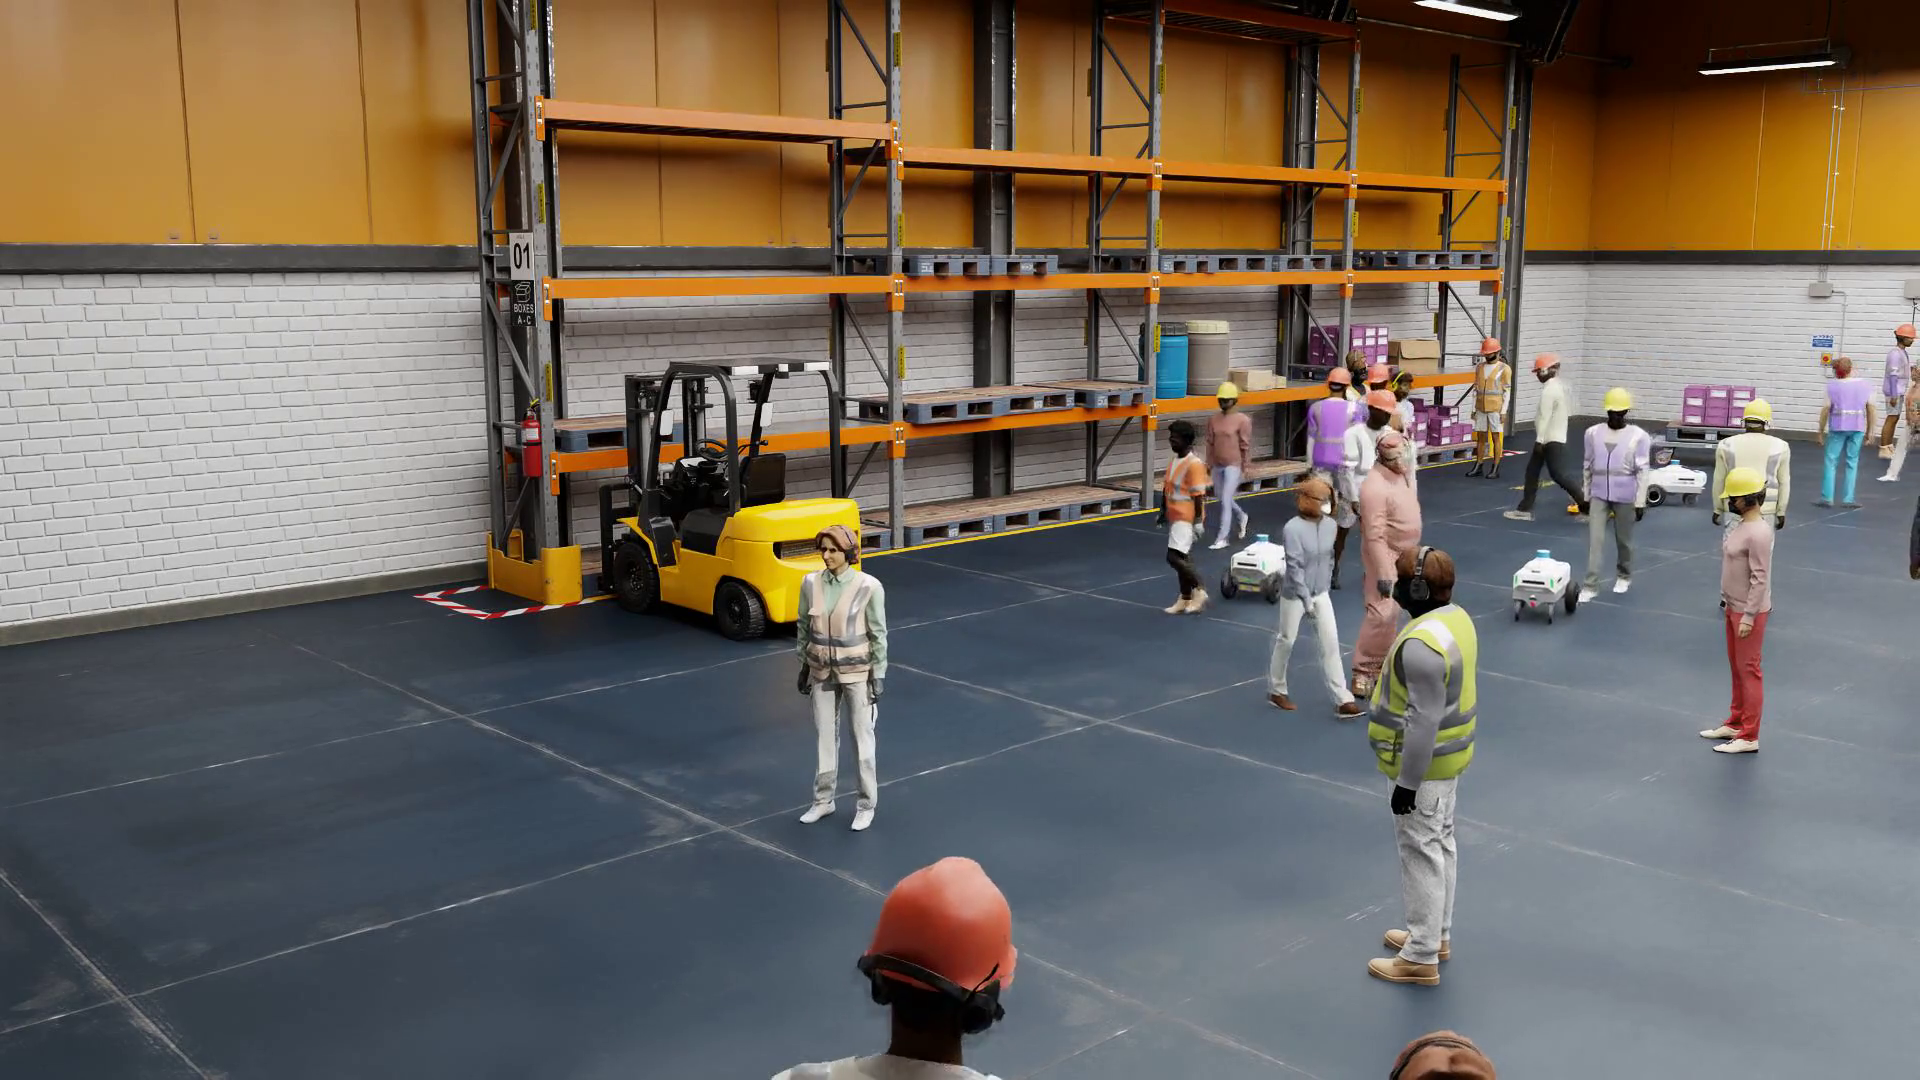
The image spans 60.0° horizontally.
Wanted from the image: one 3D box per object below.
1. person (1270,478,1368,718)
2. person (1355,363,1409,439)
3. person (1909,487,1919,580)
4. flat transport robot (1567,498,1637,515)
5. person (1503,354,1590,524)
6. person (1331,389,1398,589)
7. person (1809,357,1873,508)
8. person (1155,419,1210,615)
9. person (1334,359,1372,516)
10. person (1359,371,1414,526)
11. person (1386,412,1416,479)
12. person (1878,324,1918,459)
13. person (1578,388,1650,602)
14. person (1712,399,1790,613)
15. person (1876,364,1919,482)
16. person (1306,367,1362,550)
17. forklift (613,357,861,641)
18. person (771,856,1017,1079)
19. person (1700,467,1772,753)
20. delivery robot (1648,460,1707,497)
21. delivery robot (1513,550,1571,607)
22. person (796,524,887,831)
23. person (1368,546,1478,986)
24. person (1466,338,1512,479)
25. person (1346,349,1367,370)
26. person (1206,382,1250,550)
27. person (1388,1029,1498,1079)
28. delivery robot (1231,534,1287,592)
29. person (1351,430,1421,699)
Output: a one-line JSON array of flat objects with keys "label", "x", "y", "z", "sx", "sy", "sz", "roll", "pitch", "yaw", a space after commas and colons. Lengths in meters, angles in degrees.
[{"label": "person", "x": 2.332, "y": 0.392, "z": 10.889, "sx": 0.492, "sy": 1.587, "sz": 0.823, "roll": -5, "pitch": 11, "yaw": -29}, {"label": "person", "x": 4.463, "y": -0.929, "z": 17.706, "sx": 0.606, "sy": 1.907, "sz": 0.616, "roll": 5, "pitch": 11, "yaw": 25}, {"label": "person", "x": 7.001, "y": 0.121, "z": 11.652, "sx": 0.615, "sy": 1.872, "sz": 0.940, "roll": 6, "pitch": 12, "yaw": 33}, {"label": "flat transport robot", "x": 7.747, "y": -0.491, "z": 19.927, "sx": 0.652, "sy": 0.197, "sz": 1.431, "roll": 5, "pitch": 11, "yaw": 29}, {"label": "person", "x": 6.794, "y": -1.150, "z": 18.938, "sx": 0.990, "sy": 1.935, "sz": 0.639, "roll": 4, "pitch": 11, "yaw": 23}, {"label": "person", "x": 3.661, "y": -0.425, "z": 14.942, "sx": 0.578, "sy": 1.864, "sz": 0.883, "roll": -3, "pitch": 10, "yaw": -15}, {"label": "person", "x": 10.642, "y": -1.277, "z": 20.027, "sx": 0.668, "sy": 1.815, "sz": 0.382, "roll": 1, "pitch": 10, "yaw": 8}, {"label": "person", "x": 1.857, "y": -0.174, "z": 13.958, "sx": 0.370, "sy": 1.685, "sz": 0.544, "roll": -2, "pitch": 10, "yaw": -12}, {"label": "person", "x": 4.587, "y": -1.179, "z": 19.366, "sx": 0.632, "sy": 1.843, "sz": 0.429, "roll": -8, "pitch": 13, "yaw": -40}, {"label": "person", "x": 4.536, "y": -0.885, "z": 17.678, "sx": 0.538, "sy": 1.839, "sz": 0.734, "roll": -4, "pitch": 10, "yaw": -21}, {"label": "person", "x": 4.016, "y": -0.404, "z": 15.471, "sx": 0.519, "sy": 1.615, "sz": 0.411, "roll": -2, "pitch": 10, "yaw": -11}, {"label": "person", "x": 14.034, "y": -2.211, "z": 24.871, "sx": 0.408, "sy": 2.031, "sz": 0.607, "roll": 7, "pitch": 12, "yaw": 37}, {"label": "person", "x": 5.817, "y": -0.405, "z": 14.785, "sx": 0.601, "sy": 1.896, "sz": 0.930, "roll": 8, "pitch": 12, "yaw": 38}, {"label": "person", "x": 6.714, "y": -0.282, "z": 14.137, "sx": 0.591, "sy": 1.834, "sz": 0.404, "roll": 6, "pitch": 11, "yaw": 30}, {"label": "person", "x": 12.844, "y": -1.550, "z": 22.241, "sx": 0.846, "sy": 1.599, "sz": 0.525, "roll": 1, "pitch": 10, "yaw": 4}, {"label": "person", "x": 3.805, "y": -0.806, "z": 16.969, "sx": 0.558, "sy": 1.910, "sz": 0.406, "roll": 3, "pitch": 10, "yaw": 18}, {"label": "forklift", "x": -1.847, "y": -0.414, "z": 13.852, "sx": 1.214, "sy": 2.155, "sz": 2.313, "roll": -9, "pitch": 13, "yaw": -42}, {"label": "person", "x": -0.069, "y": 1.553, "z": 2.982, "sx": 0.615, "sy": 1.983, "sz": 1.079, "roll": 3, "pitch": 10, "yaw": 15}, {"label": "person", "x": 4.781, "y": 0.429, "z": 10.195, "sx": 0.327, "sy": 1.760, "sz": 0.523, "roll": 2, "pitch": 10, "yaw": 13}, {"label": "delivery robot", "x": 8.691, "y": -0.733, "z": 20.242, "sx": 0.707, "sy": 0.478, "sz": 0.477, "roll": 3, "pitch": 10, "yaw": 17}, {"label": "delivery robot", "x": 4.910, "y": 0.328, "z": 14.026, "sx": 0.477, "sy": 0.478, "sz": 0.707, "roll": 6, "pitch": 11, "yaw": 30}, {"label": "person", "x": -0.628, "y": 0.724, "z": 8.815, "sx": 0.521, "sy": 1.639, "sz": 0.311, "roll": 4, "pitch": 11, "yaw": 24}, {"label": "person", "x": 1.928, "y": 0.935, "z": 6.986, "sx": 0.429, "sy": 1.842, "sz": 0.630, "roll": 5, "pitch": 11, "yaw": 28}, {"label": "person", "x": 7.223, "y": -1.795, "z": 22.719, "sx": 0.377, "sy": 1.928, "sz": 0.542, "roll": -8, "pitch": 13, "yaw": -40}, {"label": "person", "x": 4.642, "y": -1.288, "z": 19.719, "sx": 0.365, "sy": 1.939, "sz": 0.636, "roll": 0, "pitch": 10, "yaw": -2}, {"label": "person", "x": 2.844, "y": -0.792, "z": 17.381, "sx": 0.727, "sy": 1.748, "sz": 0.535, "roll": -9, "pitch": 13, "yaw": -42}, {"label": "person", "x": 0.859, "y": 1.697, "z": 3.111, "sx": 0.511, "sy": 1.643, "sz": 0.308, "roll": 1, "pitch": 10, "yaw": 6}, {"label": "delivery robot", "x": 2.687, "y": 0.194, "z": 14.812, "sx": 0.477, "sy": 0.478, "sz": 0.707, "roll": 6, "pitch": 11, "yaw": 31}, {"label": "person", "x": 2.991, "y": 0.152, "z": 11.534, "sx": 0.396, "sy": 1.863, "sz": 0.727, "roll": 6, "pitch": 11, "yaw": 30}]
